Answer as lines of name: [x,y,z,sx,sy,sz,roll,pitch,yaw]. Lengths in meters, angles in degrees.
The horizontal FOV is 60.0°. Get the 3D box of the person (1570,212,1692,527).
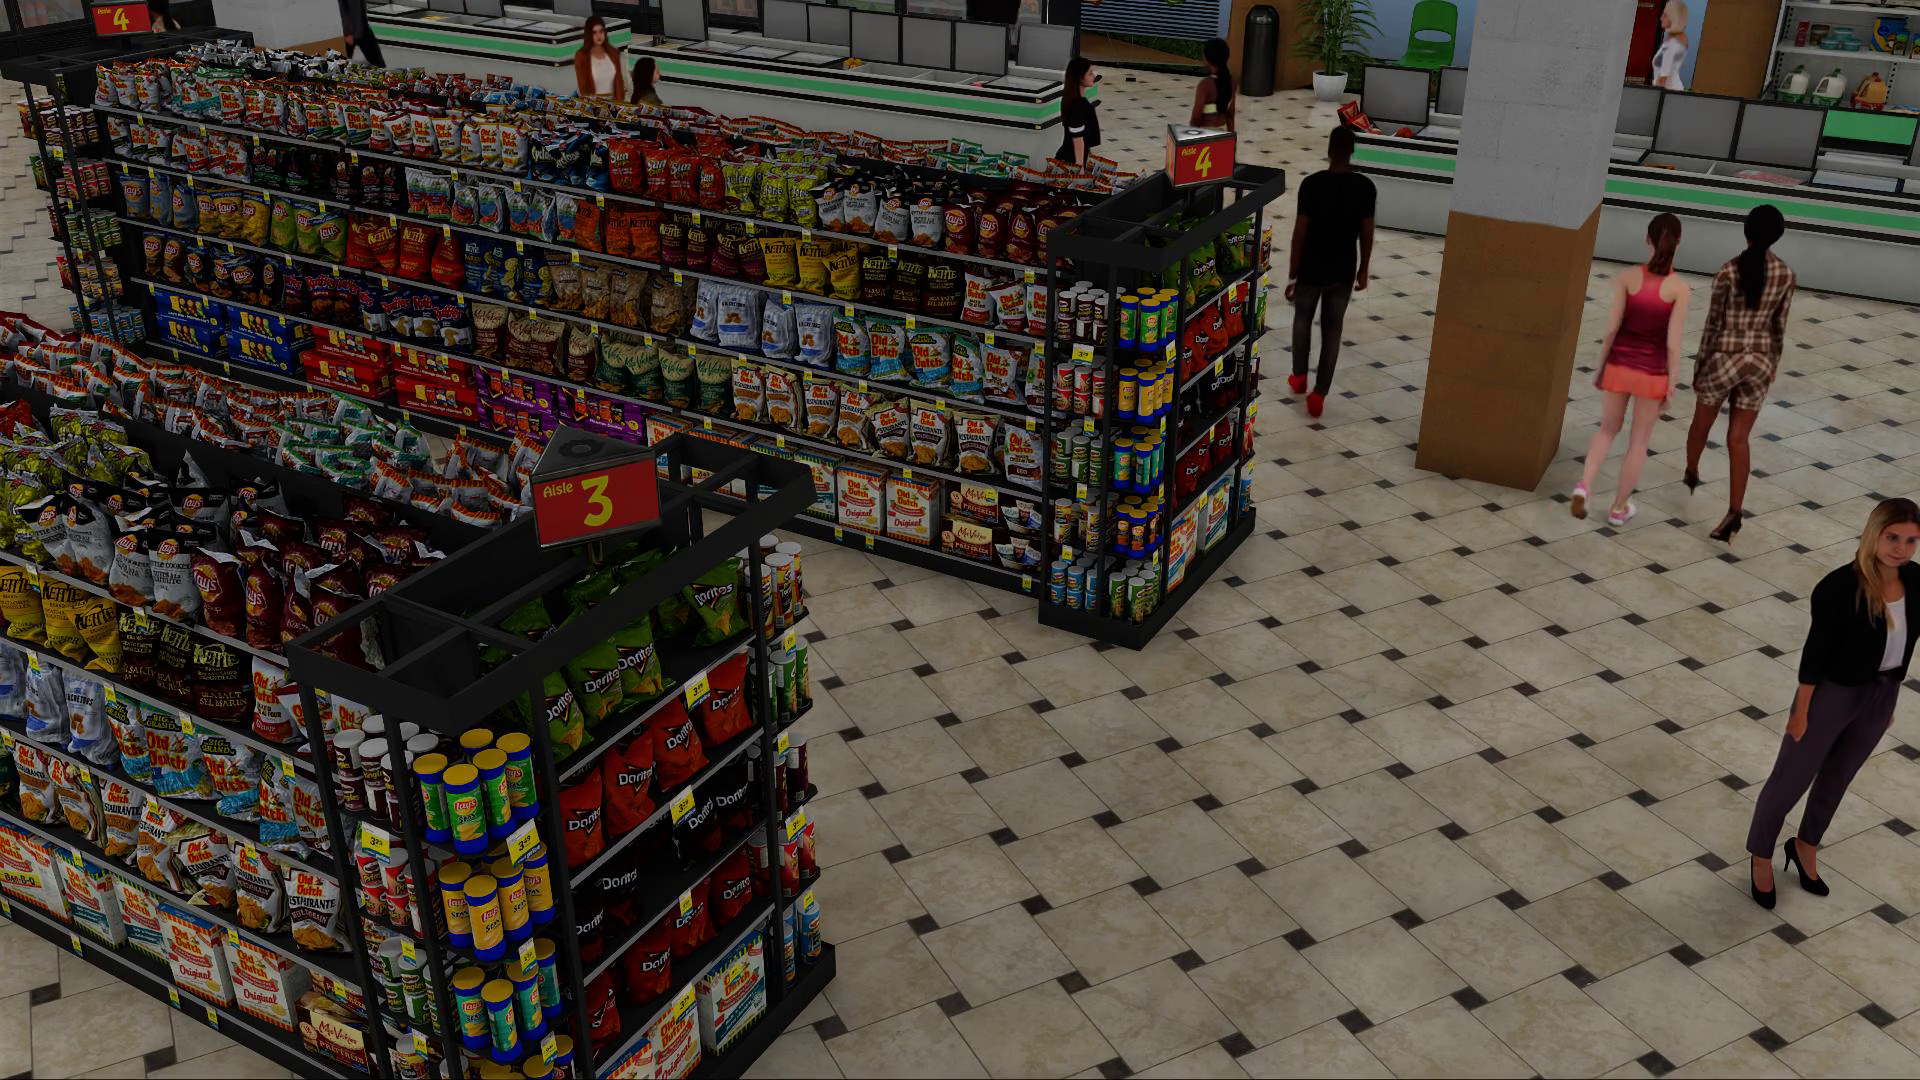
person: [3.546,-0.845,8.811,0.803,1.734,0.710,20,33,34]

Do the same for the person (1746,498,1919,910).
person: [3.191,0.601,6.033,0.677,1.669,0.741,-7,28,-13]

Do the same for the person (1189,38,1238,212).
person: [2.026,-3.049,13.158,0.872,1.734,1.060,-16,31,-28]

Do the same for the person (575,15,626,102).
person: [-3.176,-3.744,14.577,0.754,1.691,0.804,-17,31,-30]

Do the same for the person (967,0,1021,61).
person: [0.334,-5.665,18.223,0.833,1.819,0.894,-15,30,-27]

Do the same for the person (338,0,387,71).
person: [-6.509,-5.386,17.678,1.235,1.815,0.850,10,28,18]

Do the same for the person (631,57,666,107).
person: [-2.632,-3.276,13.906,0.913,1.463,0.867,-9,28,-17]

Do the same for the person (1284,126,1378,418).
person: [2.279,-1.624,10.287,0.898,1.789,0.923,3,27,6]

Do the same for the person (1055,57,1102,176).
person: [0.902,-2.979,13.126,0.749,1.638,0.713,-2,27,-4]

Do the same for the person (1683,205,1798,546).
person: [4.083,-0.812,8.751,1.138,1.730,0.931,0,27,1]
